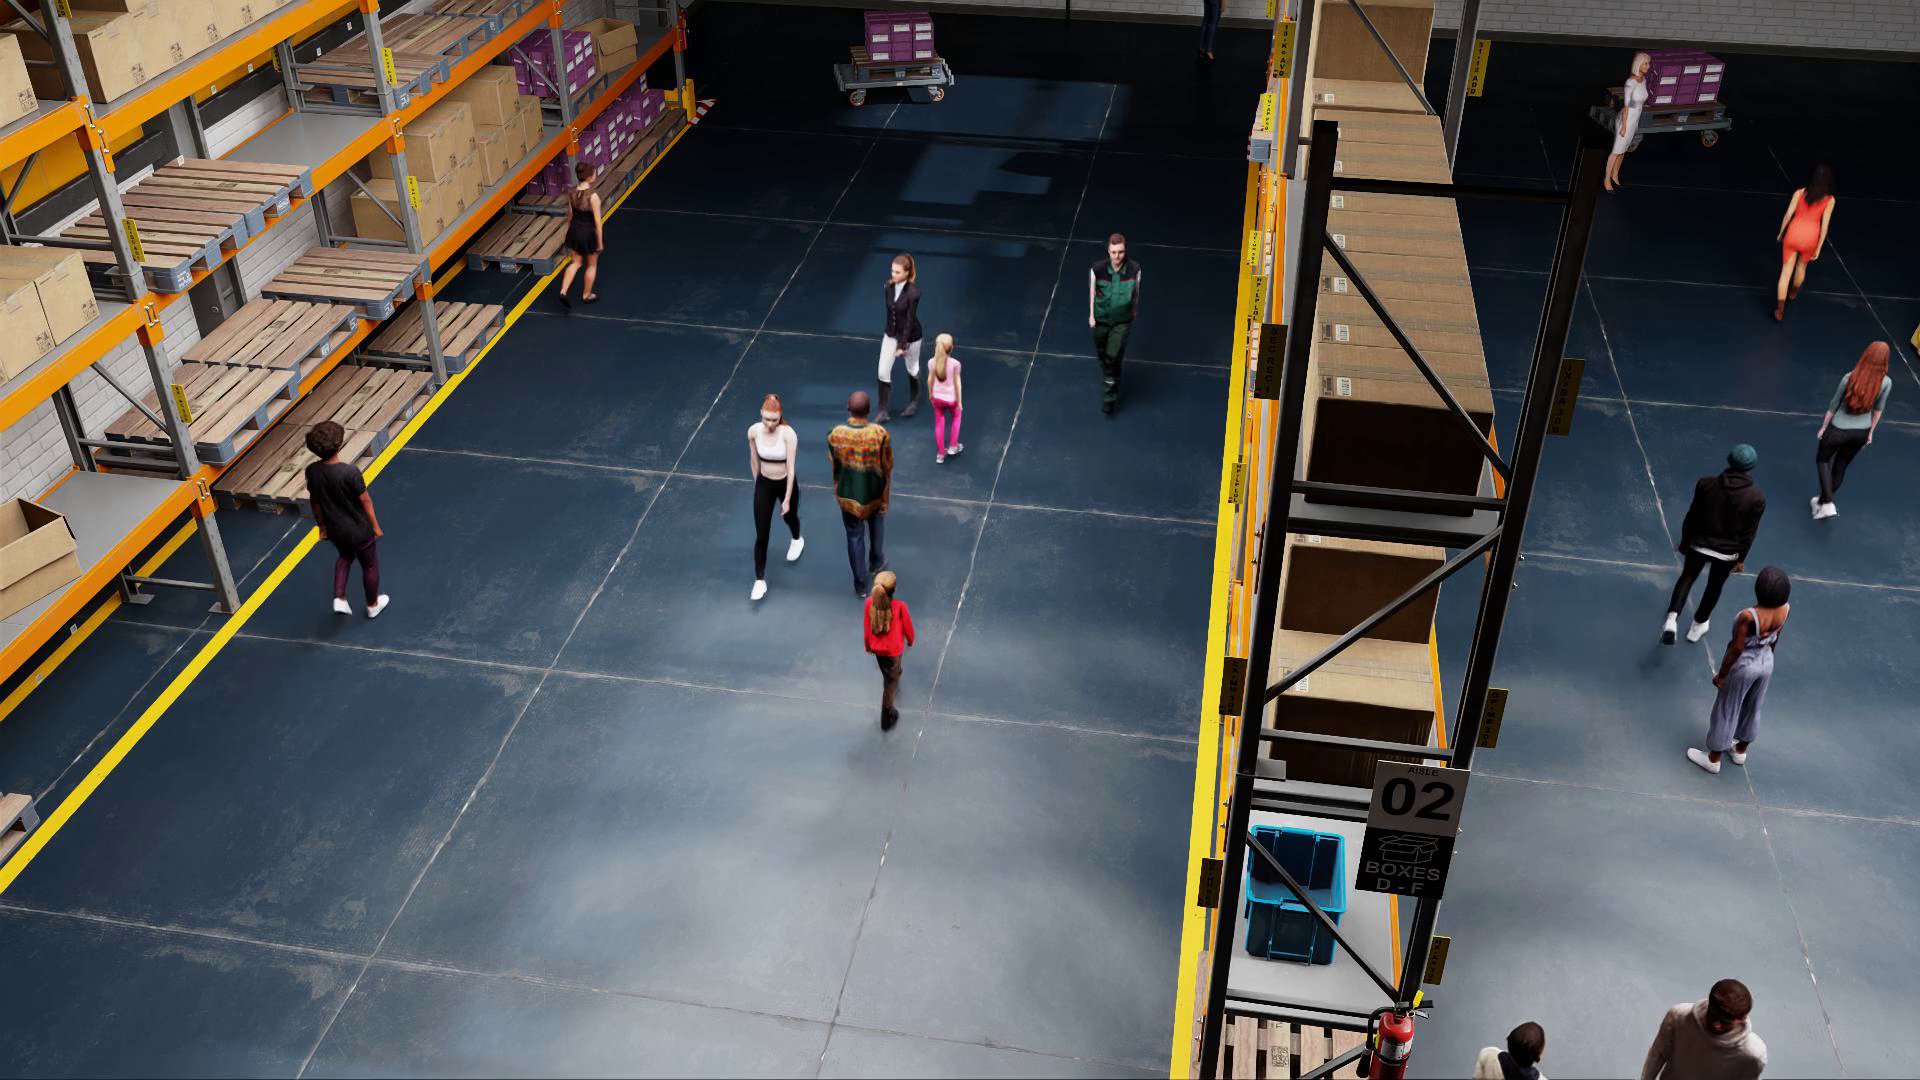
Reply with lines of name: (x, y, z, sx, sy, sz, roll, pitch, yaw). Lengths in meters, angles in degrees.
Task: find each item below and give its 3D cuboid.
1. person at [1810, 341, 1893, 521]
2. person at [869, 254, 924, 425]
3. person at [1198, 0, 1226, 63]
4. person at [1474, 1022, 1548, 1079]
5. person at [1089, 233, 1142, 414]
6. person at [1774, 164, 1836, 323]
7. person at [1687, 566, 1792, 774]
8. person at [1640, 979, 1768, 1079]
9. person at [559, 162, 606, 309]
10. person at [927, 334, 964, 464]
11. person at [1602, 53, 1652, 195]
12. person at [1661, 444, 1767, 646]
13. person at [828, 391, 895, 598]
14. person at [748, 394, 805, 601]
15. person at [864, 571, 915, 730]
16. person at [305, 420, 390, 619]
person: (7.616, -0.877, 14.260, 0.596, 1.735, 0.823, 6, 34, 9)
person: (-0.480, -1.938, 15.879, 0.753, 1.710, 0.939, 20, 38, 27)
person: (3.836, -8.160, 25.166, 0.722, 1.790, 0.638, -16, 37, -22)
person: (2.796, 3.038, 8.625, 0.655, 1.452, 0.677, 28, 43, 35)
person: (1.487, -2.191, 16.191, 0.670, 1.786, 1.169, 2, 34, 3)
person: (8.931, -3.127, 17.696, 0.774, 1.679, 1.105, 14, 36, 20)
person: (5.501, 0.902, 11.618, 0.661, 1.697, 0.667, -10, 35, -15)
person: (3.804, 2.849, 8.563, 0.878, 1.835, 1.009, 22, 40, 30)
person: (-4.081, -3.222, 17.871, 0.852, 1.643, 0.983, 17, 37, 23)
person: (-0.153, -1.278, 15.290, 0.521, 1.262, 0.576, 9, 35, 13)
person: (8.338, -5.222, 20.783, 0.701, 1.751, 0.601, 27, 42, 34)
person: (5.760, 0.088, 12.747, 0.947, 1.803, 1.109, 23, 40, 30)
person: (-0.812, -0.332, 13.391, 0.756, 1.789, 0.860, 0, 34, -1)
person: (-1.451, -0.442, 13.648, 0.579, 1.688, 1.174, 8, 34, 11)
person: (-0.549, 0.819, 12.140, 0.586, 1.257, 0.878, 11, 35, 16)
person: (-4.841, -0.101, 13.059, 0.614, 1.771, 0.729, 6, 34, 9)
